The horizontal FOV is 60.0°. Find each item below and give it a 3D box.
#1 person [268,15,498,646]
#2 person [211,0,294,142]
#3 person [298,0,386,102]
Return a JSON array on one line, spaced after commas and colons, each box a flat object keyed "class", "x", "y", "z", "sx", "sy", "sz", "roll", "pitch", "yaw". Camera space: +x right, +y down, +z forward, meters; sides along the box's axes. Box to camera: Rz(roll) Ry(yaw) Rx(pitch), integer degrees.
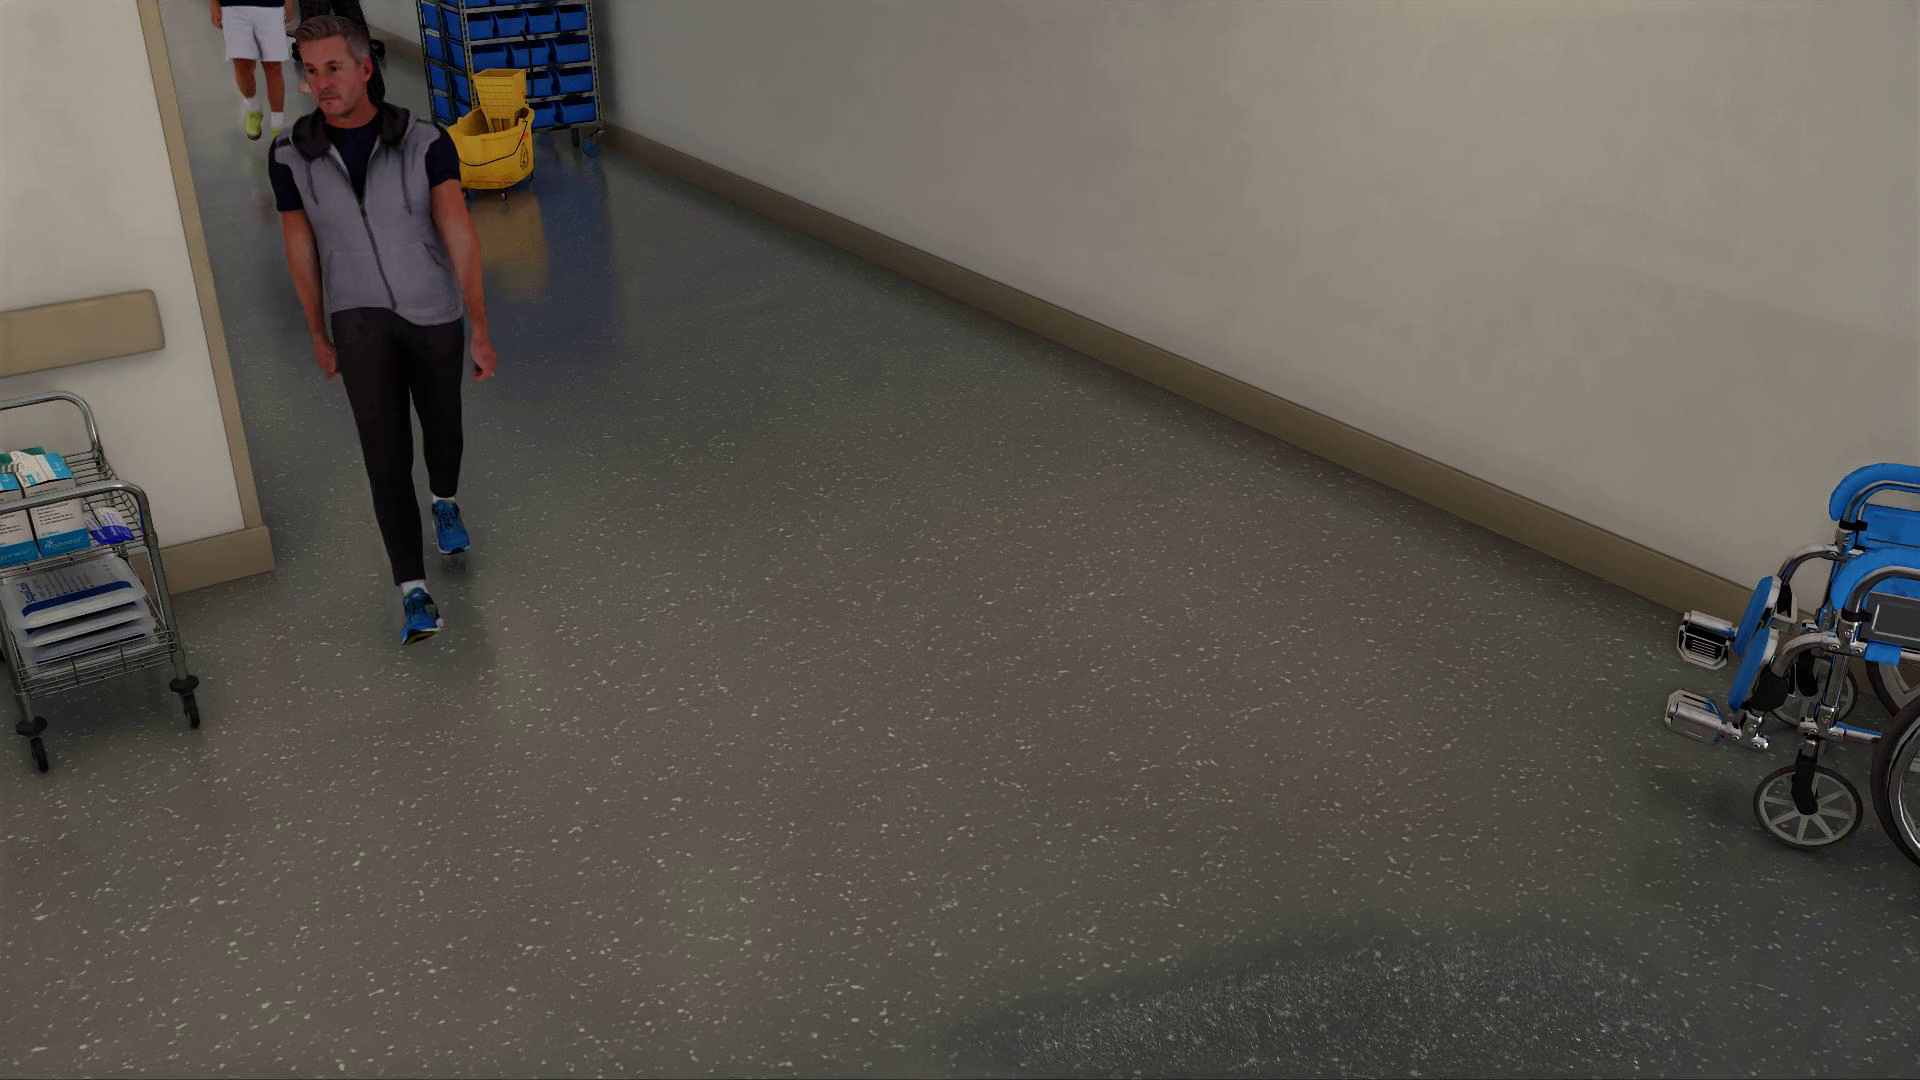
[{"class": "person", "x": -1.699, "y": -0.652, "z": 5.061, "sx": 1.262, "sy": 1.762, "sz": 1.000, "roll": -9, "pitch": 27, "yaw": -17}, {"class": "person", "x": -4.659, "y": -3.504, "z": 10.901, "sx": 0.656, "sy": 1.825, "sz": 0.760, "roll": -13, "pitch": 28, "yaw": -24}, {"class": "person", "x": -4.554, "y": -4.084, "z": 12.099, "sx": 1.093, "sy": 1.828, "sz": 1.107, "roll": 16, "pitch": 30, "yaw": 30}]
